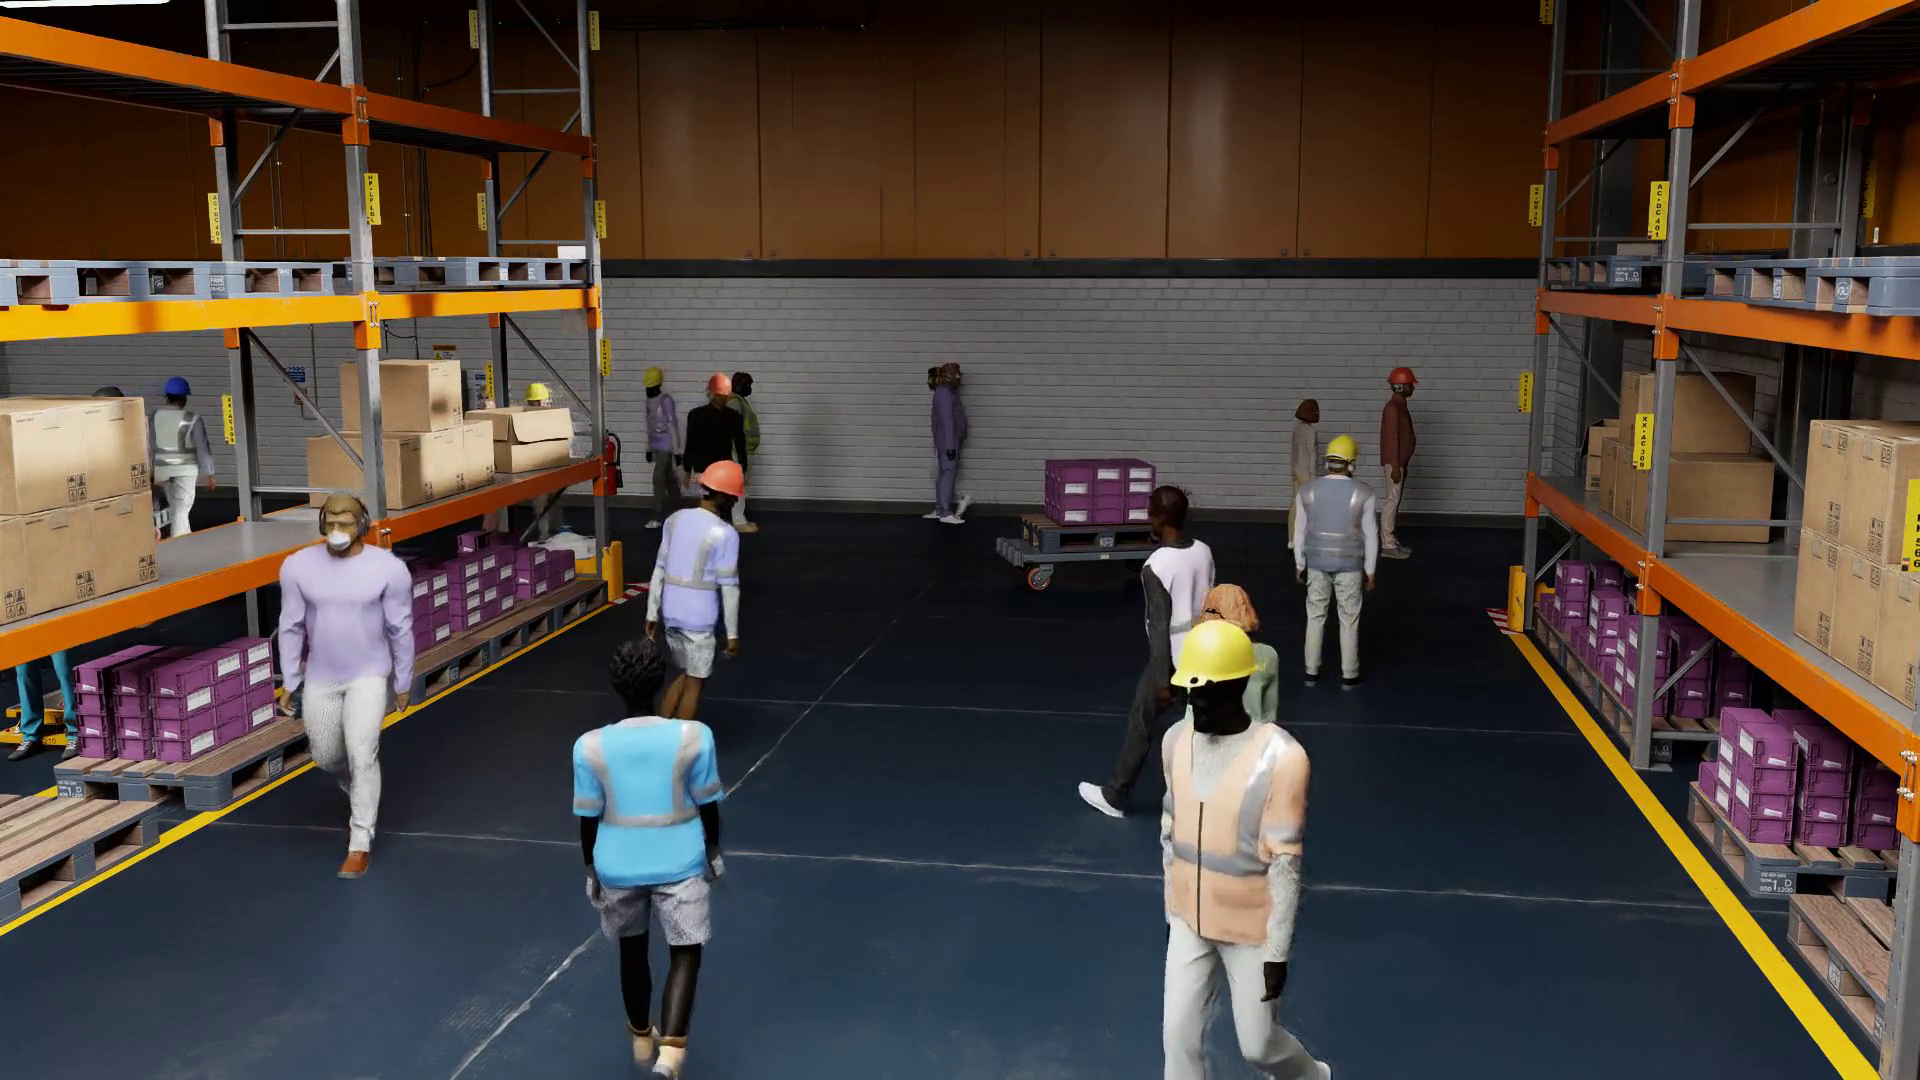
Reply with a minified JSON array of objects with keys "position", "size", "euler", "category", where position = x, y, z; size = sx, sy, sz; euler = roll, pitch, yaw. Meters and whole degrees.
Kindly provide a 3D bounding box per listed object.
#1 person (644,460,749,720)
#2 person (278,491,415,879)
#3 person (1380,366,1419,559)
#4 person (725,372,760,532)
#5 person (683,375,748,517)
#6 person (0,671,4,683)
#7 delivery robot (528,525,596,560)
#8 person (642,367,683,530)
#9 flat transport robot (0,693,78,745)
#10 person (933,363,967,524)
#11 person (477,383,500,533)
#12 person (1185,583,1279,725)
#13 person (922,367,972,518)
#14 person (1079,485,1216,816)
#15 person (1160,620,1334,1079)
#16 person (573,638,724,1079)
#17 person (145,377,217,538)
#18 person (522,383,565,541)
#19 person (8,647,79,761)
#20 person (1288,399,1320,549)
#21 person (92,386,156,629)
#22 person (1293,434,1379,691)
[{"position":[-1.533,0.470,9.839],"size":[0.589,1.883,0.579],"euler":[7,12,38],"category":"person"},{"position":[-3.076,0.685,8.426],"size":[0.642,1.920,0.791],"euler":[-1,9,-6],"category":"person"},{"position":[4.578,-0.813,17.395],"size":[0.375,1.997,0.612],"euler":[3,10,20],"category":"person"},{"position":[-2.506,-1.010,19.108],"size":[0.429,1.839,0.623],"euler":[-1,9,-9],"category":"person"},{"position":[-2.427,-0.687,16.786],"size":[0.630,1.937,1.010],"euler":[-6,11,-31],"category":"person"},{"position":[-7.161,0.105,11.918],"size":[0.635,1.936,0.355],"euler":[5,11,29],"category":"person"},{"position":[-3.749,0.105,15.884],"size":[0.707,0.478,0.477],"euler":[-7,11,-36],"category":"delivery robot"},{"position":[-3.492,-1.074,19.389],"size":[0.651,1.877,0.654],"euler":[-6,11,-32],"category":"person"},{"position":[-5.630,1.079,11.036],"size":[0.652,0.197,1.431],"euler":[1,9,8],"category":"flat transport robot"},{"position":[-0.114,-1.151,19.767],"size":[0.406,1.904,0.654],"euler":[-1,9,-6],"category":"person"},{"position":[-4.828,-0.665,16.921],"size":[0.694,1.848,0.949],"euler":[6,11,34],"category":"person"},{"position":[1.195,1.001,7.361],"size":[0.498,1.626,0.288],"euler":[-5,11,-31],"category":"person"},{"position":[-0.174,-1.156,19.980],"size":[0.489,1.856,0.523],"euler":[0,9,-2],"category":"person"},{"position":[1.124,0.637,8.873],"size":[1.030,1.865,0.606],"euler":[8,12,42],"category":"person"},{"position":[0.891,1.182,5.367],"size":[0.792,1.905,0.591],"euler":[-9,13,-43],"category":"person"},{"position":[-1.125,1.190,6.004],"size":[0.533,1.678,0.727],"euler":[0,9,-3],"category":"person"},{"position":[-7.902,-0.700,16.975],"size":[0.650,1.900,0.945],"euler":[1,9,8],"category":"person"},{"position":[-4.447,-0.752,17.609],"size":[0.673,1.803,0.603],"euler":[-7,12,-37],"category":"person"},{"position":[-5.643,0.436,10.196],"size":[0.561,1.836,0.379],"euler":[-1,9,-7],"category":"person"},{"position":[3.682,-0.688,17.741],"size":[0.279,1.632,0.502],"euler":[-2,9,-12],"category":"person"},{"position":[-7.075,-0.279,13.966],"size":[0.685,2.000,0.535],"euler":[7,12,38],"category":"person"},{"position":[2.694,0.160,11.910],"size":[0.600,1.828,0.404],"euler":[4,10,26],"category":"person"}]
